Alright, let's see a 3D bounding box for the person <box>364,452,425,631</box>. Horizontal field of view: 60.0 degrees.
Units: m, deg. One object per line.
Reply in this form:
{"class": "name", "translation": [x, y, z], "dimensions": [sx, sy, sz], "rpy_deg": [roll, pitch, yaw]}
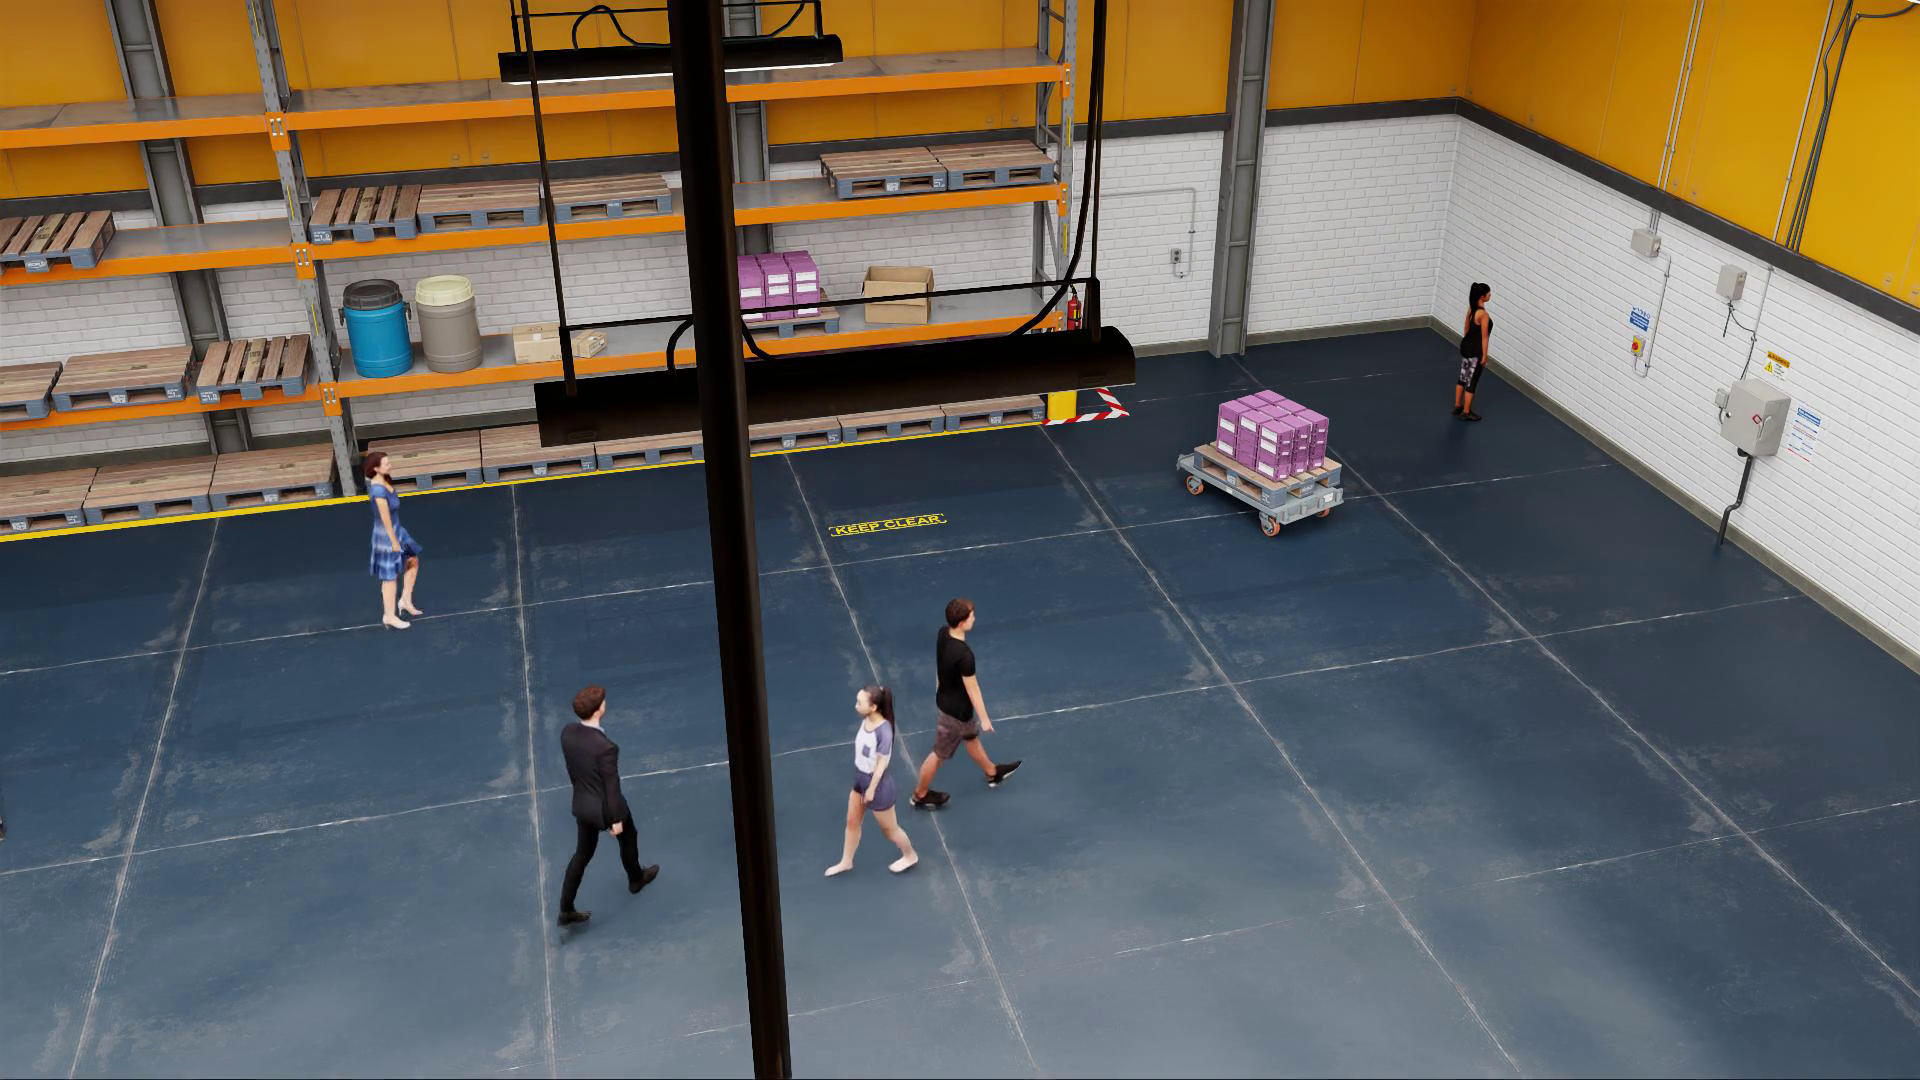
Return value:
{"class": "person", "translation": [-5.240, 0.033, 15.063], "dimensions": [0.725, 1.787, 0.668], "rpy_deg": [-10, 30, -17]}

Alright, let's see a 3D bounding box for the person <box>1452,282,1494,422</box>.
{"class": "person", "translation": [5.960, -2.204, 19.299], "dimensions": [0.493, 1.659, 0.573], "rpy_deg": [-7, 29, -13]}

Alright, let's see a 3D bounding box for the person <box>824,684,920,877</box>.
{"class": "person", "translation": [-0.545, 1.769, 12.058], "dimensions": [0.969, 1.617, 0.711], "rpy_deg": [-13, 31, -22]}

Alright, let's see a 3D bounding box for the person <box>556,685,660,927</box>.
{"class": "person", "translation": [-2.586, 1.883, 11.595], "dimensions": [1.176, 1.860, 1.274], "rpy_deg": [18, 33, 29]}

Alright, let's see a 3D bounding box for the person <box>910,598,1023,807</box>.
{"class": "person", "translation": [-0.119, 1.288, 12.736], "dimensions": [1.189, 1.812, 0.743], "rpy_deg": [-9, 30, -16]}
